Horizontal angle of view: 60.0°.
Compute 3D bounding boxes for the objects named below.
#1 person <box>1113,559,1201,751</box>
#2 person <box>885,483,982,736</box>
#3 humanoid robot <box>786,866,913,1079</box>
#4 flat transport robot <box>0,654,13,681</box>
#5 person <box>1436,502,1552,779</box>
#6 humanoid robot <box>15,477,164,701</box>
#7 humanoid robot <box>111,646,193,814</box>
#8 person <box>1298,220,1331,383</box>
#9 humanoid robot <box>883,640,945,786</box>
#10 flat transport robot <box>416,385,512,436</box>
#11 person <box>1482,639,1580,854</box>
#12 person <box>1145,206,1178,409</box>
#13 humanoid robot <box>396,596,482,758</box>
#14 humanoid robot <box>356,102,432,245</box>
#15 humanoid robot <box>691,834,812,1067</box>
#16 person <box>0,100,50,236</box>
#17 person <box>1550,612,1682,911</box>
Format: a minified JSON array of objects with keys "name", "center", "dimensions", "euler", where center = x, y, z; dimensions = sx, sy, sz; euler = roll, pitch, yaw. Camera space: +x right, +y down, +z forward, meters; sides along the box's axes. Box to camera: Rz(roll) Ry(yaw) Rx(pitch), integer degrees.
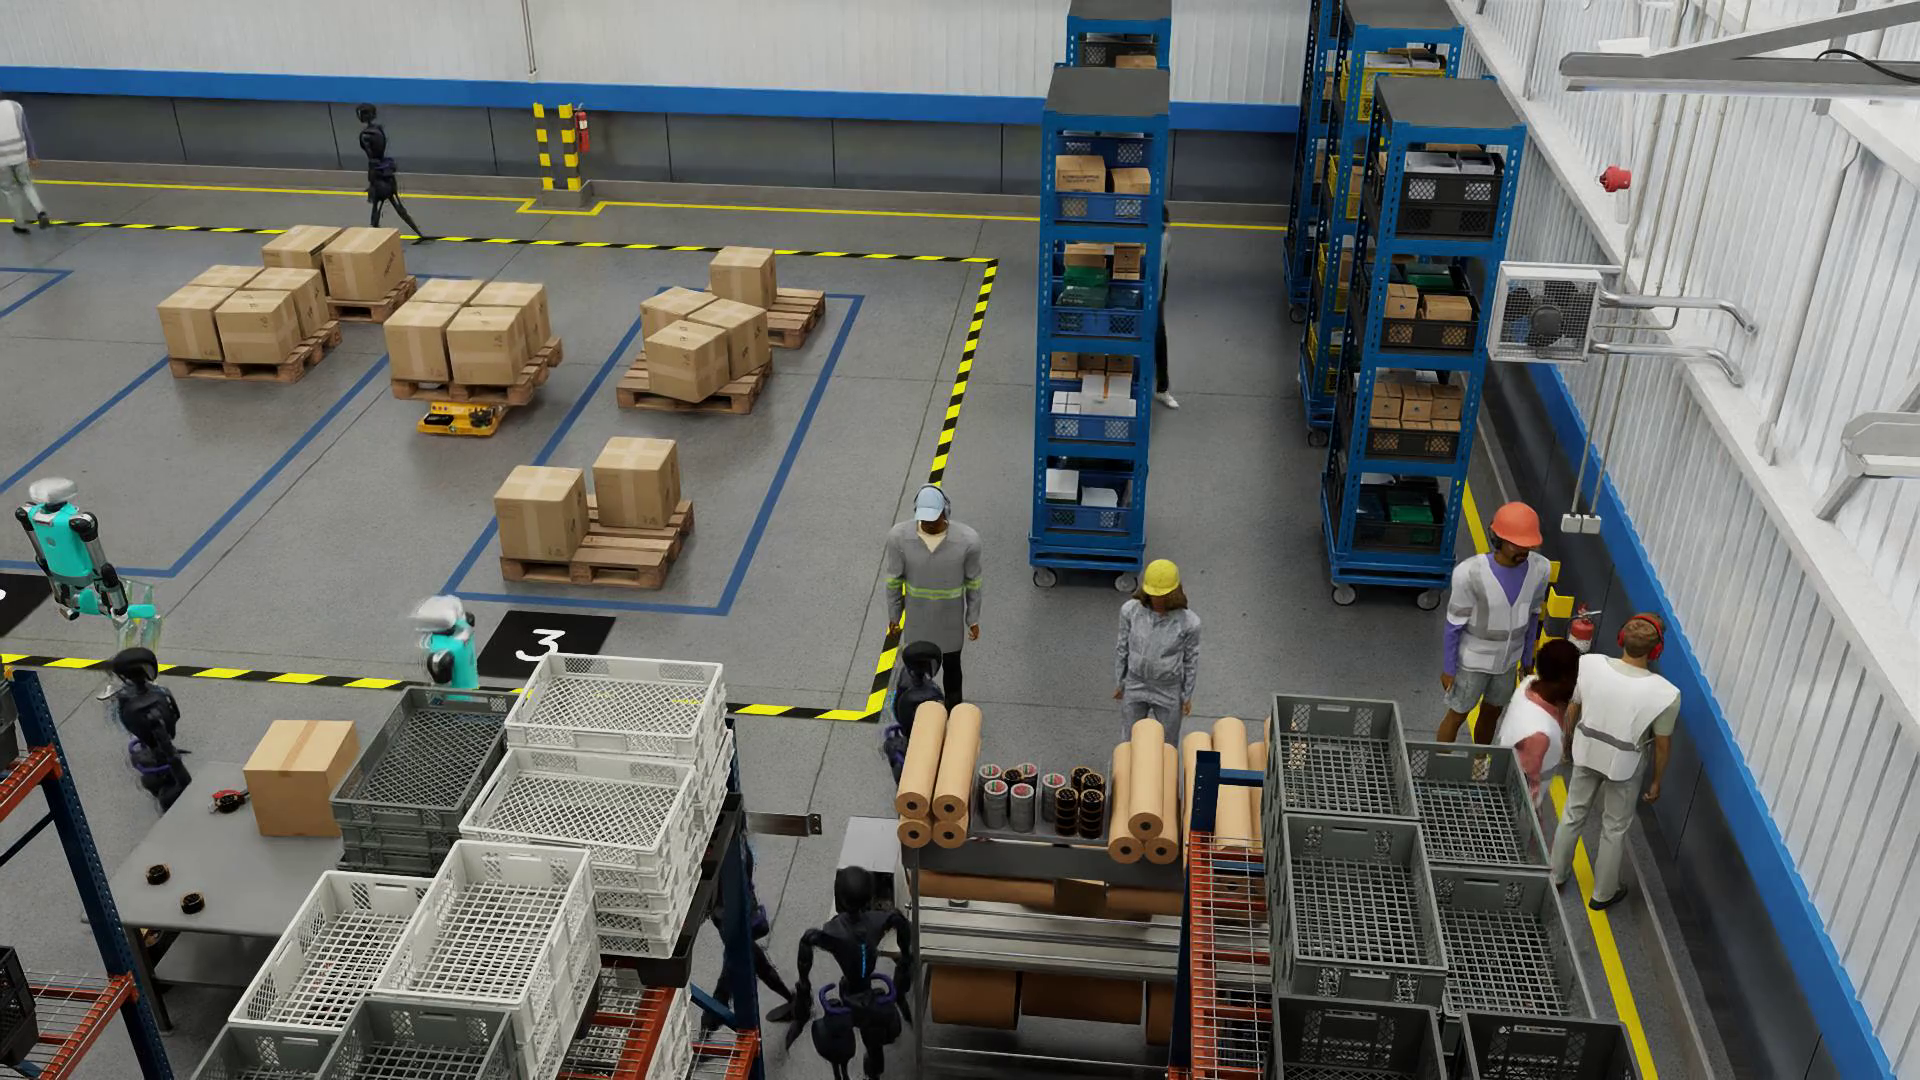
[{"name":"person","center":[1.130,0.867,9.716],"dimensions":[0.483,1.744,0.300],"euler":[10,32,16]},{"name":"person","center":[-0.165,0.471,10.290],"dimensions":[0.596,1.850,0.397],"euler":[3,30,5]},{"name":"humanoid robot","center":[-0.510,2.136,7.610],"dimensions":[0.602,1.650,0.528],"euler":[-10,32,-17]},{"name":"flat transport robot","center":[-7.142,0.969,11.010],"dimensions":[1.431,0.231,0.659],"euler":[3,30,6]},{"name":"person","center":[3.102,0.687,9.728],"dimensions":[0.606,2.048,0.366],"euler":[-7,31,-13]},{"name":"humanoid robot","center":[-5.441,0.259,10.635],"dimensions":[0.533,1.677,0.735],"euler":[8,31,14]},{"name":"humanoid robot","center":[-4.350,1.267,9.094],"dimensions":[0.373,1.653,0.605],"euler":[-21,36,-31]},{"name":"person","center":[3.332,-2.280,15.005],"dimensions":[0.517,1.865,0.332],"euler":[-27,39,-38]},{"name":"humanoid robot","center":[-0.262,1.234,9.158],"dimensions":[0.372,1.647,0.609],"euler":[-11,32,-18]},{"name":"flat transport robot","center":[-4.305,-1.349,14.963],"dimensions":[0.652,0.197,1.431],"euler":[3,30,6]},{"name":"person","center":[2.962,1.359,8.719],"dimensions":[0.488,1.908,0.621],"euler":[10,32,17]},{"name":"person","center":[1.651,-2.106,14.726],"dimensions":[0.522,1.838,0.741],"euler":[-15,34,-25]},{"name":"humanoid robot","center":[-3.081,1.120,9.329],"dimensions":[0.888,1.807,0.547],"euler":[0,30,0]},{"name":"humanoid robot","center":[-6.286,-3.954,18.113],"dimensions":[0.780,1.628,0.589],"euler":[-3,30,-4]},{"name":"humanoid robot","center":[-1.113,1.876,8.104],"dimensions":[0.808,1.616,0.614],"euler":[-13,33,-21]},{"name":"person","center":[-10.542,-4.238,18.406],"dimensions":[0.460,1.819,0.613],"euler":[20,36,30]},{"name":"person","center":[3.522,1.214,9.022],"dimensions":[0.569,1.840,0.374],"euler":[23,37,34]}]
